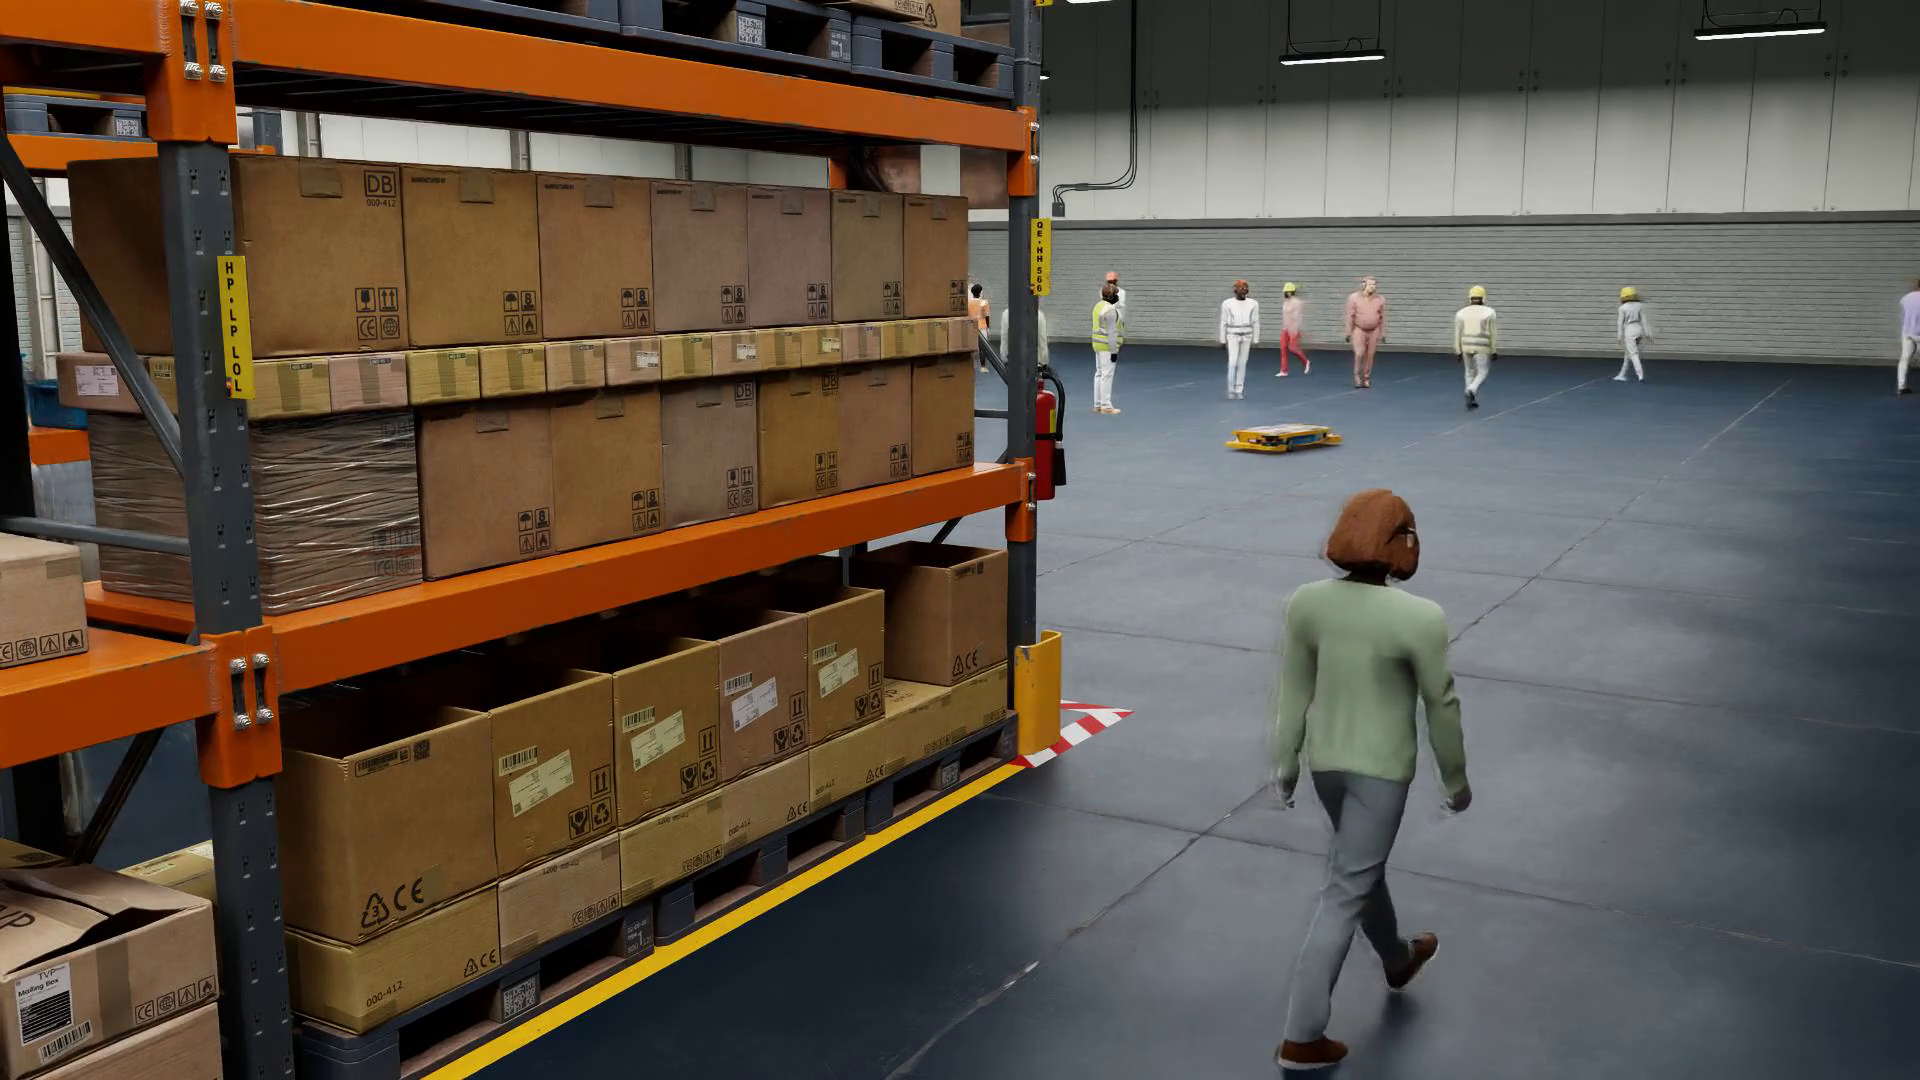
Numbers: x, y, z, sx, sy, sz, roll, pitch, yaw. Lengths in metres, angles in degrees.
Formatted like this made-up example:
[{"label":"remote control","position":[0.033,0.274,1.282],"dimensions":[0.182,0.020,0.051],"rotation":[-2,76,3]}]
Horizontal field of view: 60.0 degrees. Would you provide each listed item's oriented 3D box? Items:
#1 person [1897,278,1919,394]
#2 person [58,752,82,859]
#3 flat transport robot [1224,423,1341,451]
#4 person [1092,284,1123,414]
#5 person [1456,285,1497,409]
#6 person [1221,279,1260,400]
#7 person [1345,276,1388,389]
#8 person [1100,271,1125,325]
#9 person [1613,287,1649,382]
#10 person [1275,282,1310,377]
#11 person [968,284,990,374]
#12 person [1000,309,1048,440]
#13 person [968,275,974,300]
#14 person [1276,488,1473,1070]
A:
[{"label":"person","position":[15.553,-3.305,26.885],"dimensions":[0.810,1.913,0.634],"rotation":[-4,10,-22]},{"label":"person","position":[-3.482,0.339,5.763],"dimensions":[0.554,1.829,0.859],"rotation":[5,11,26]},{"label":"flat transport robot","position":[3.764,-1.201,19.342],"dimensions":[0.652,0.197,1.431],"rotation":[9,13,44]},{"label":"person","position":[2.090,-2.693,23.526],"dimensions":[0.430,1.837,0.630],"rotation":[-2,10,-13]},{"label":"person","position":[7.425,-2.766,24.003],"dimensions":[0.604,1.810,0.614],"rotation":[8,13,41]},{"label":"person","position":[4.340,-3.078,25.664],"dimensions":[0.580,1.861,0.652],"rotation":[-1,10,-4]},{"label":"person","position":[6.862,-3.483,27.970],"dimensions":[0.685,1.883,0.621],"rotation":[0,10,-1]},{"label":"person","position":[3.095,-4.570,34.229],"dimensions":[0.569,1.924,0.496],"rotation":[5,11,25]},{"label":"person","position":[11.963,-3.642,29.512],"dimensions":[0.522,1.685,0.853],"rotation":[-3,10,-18]},{"label":"person","position":[6.160,-3.884,30.730],"dimensions":[0.585,1.746,0.533],"rotation":[-5,11,-25]},{"label":"person","position":[0.317,-4.003,31.593],"dimensions":[0.532,1.693,0.319],"rotation":[3,10,17]},{"label":"person","position":[0.833,-2.211,20.400],"dimensions":[0.639,1.945,0.899],"rotation":[6,12,33]},{"label":"person","position":[0.072,-4.777,35.570],"dimensions":[0.664,1.892,0.468],"rotation":[5,11,28]},{"label":"person","position":[1.166,0.644,4.702],"dimensions":[0.892,1.584,0.504],"rotation":[-8,12,-38]}]
